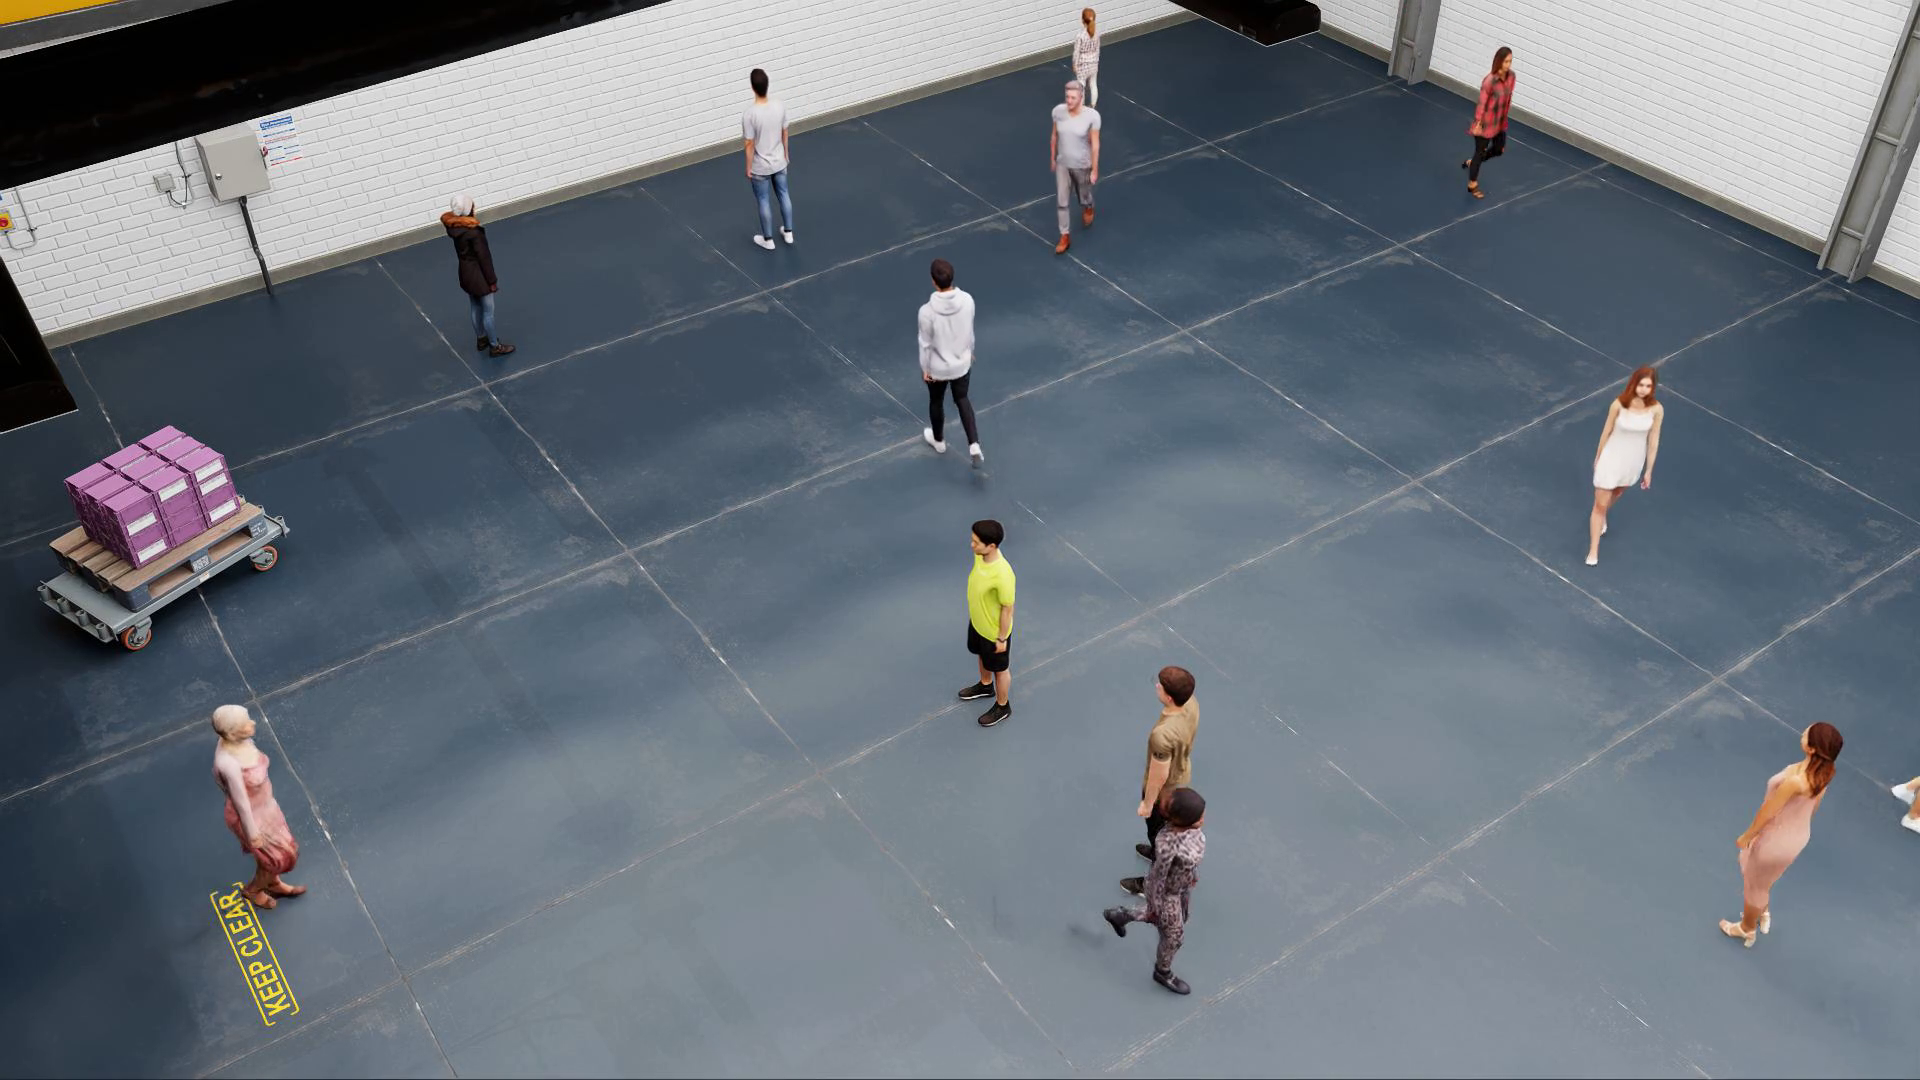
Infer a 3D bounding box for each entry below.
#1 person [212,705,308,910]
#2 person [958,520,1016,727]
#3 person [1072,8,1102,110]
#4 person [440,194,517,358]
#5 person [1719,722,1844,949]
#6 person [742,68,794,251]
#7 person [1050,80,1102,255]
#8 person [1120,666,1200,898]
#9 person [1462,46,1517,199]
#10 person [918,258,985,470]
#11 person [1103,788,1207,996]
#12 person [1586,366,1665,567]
[{"bbox_3d":[-4.409,1.682,10.177,0.786,1.680,0.708,-13,40,-15],"label":"person"},{"bbox_3d":[0.212,0.542,11.582,0.723,1.708,0.510,-17,42,-20],"label":"person"},{"bbox_3d":[1.503,-5.643,19.645,0.548,1.312,0.526,-19,42,-22],"label":"person"},{"bbox_3d":[-4.476,-2.457,15.397,0.610,1.634,0.736,30,47,32],"label":"person"},{"bbox_3d":[4.941,1.830,9.877,0.575,1.823,0.567,-24,44,-27],"label":"person"},{"bbox_3d":[-1.965,-3.886,16.985,0.673,1.885,0.543,-25,45,-28],"label":"person"},{"bbox_3d":[1.209,-3.883,17.055,1.181,1.794,1.136,14,41,16],"label":"person"},{"bbox_3d":[1.277,1.490,10.280,0.744,1.852,0.746,16,41,20],"label":"person"},{"bbox_3d":[5.668,-4.533,17.950,0.649,1.692,0.705,-20,43,-23],"label":"person"},{"bbox_3d":[-0.051,-1.435,13.912,0.842,1.889,1.147,-15,41,-18],"label":"person"},{"bbox_3d":[1.160,2.012,9.746,0.963,1.702,0.791,21,43,24],"label":"person"},{"bbox_3d":[5.238,-0.677,13.146,1.106,1.662,1.087,10,40,12],"label":"person"}]
